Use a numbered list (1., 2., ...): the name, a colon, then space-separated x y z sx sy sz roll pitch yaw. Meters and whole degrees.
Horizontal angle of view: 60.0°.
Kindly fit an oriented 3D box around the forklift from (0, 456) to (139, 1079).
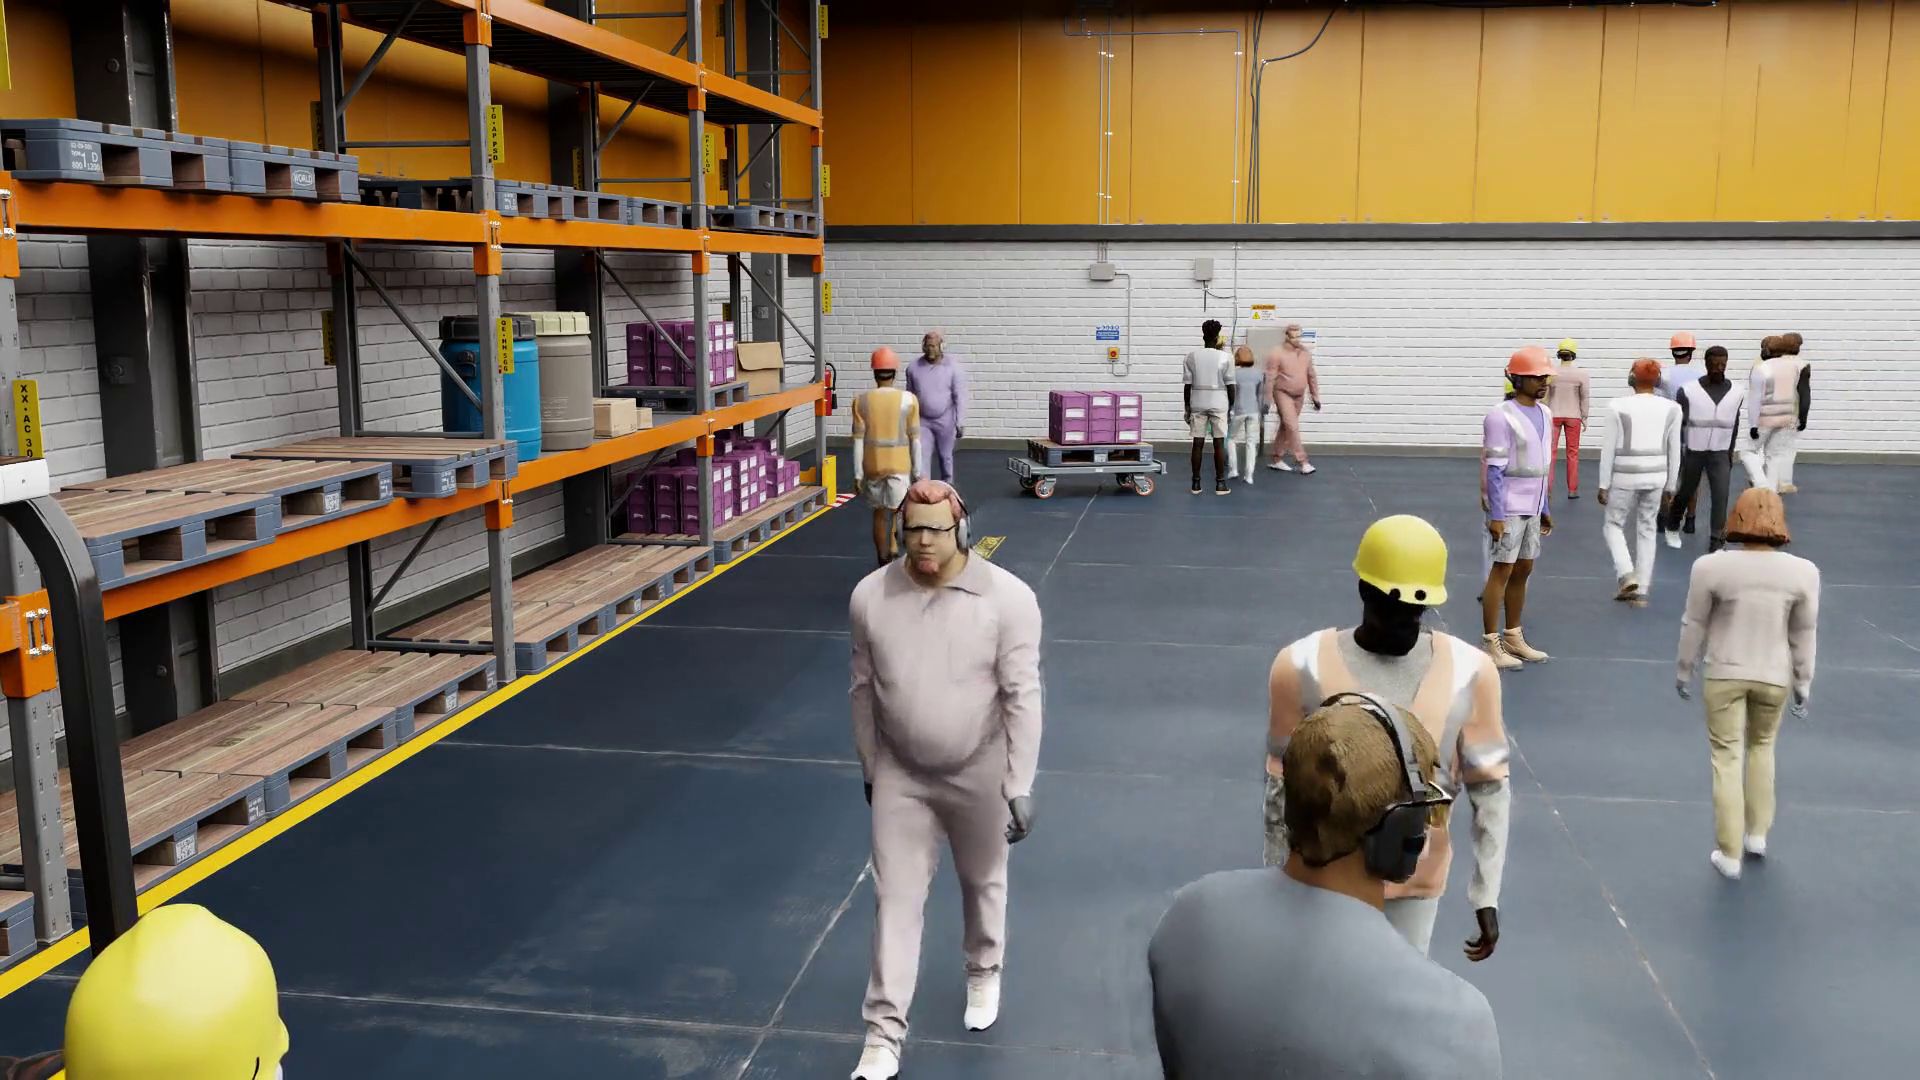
1. forklift: -2.328 0.975 2.765 2.313 2.155 1.214 1 9 9

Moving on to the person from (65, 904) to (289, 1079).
1. person: -0.824 1.298 1.881 0.590 1.833 0.404 -4 10 -23

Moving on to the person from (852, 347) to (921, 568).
1. person: -0.590 -0.583 13.256 0.549 1.908 0.927 0 9 3

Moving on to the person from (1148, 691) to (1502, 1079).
1. person: 0.493 1.167 2.407 0.429 1.924 0.653 -7 11 -35

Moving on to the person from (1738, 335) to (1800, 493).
1. person: 8.545 -1.244 17.585 0.630 1.824 0.440 -3 10 -17

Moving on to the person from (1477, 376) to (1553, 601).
1. person: 4.127 -0.366 12.397 0.537 1.752 0.473 1 9 7

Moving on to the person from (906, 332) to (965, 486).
1. person: -0.260 -1.287 17.751 0.659 1.865 0.977 1 9 8

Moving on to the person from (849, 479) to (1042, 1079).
1. person: -0.068 0.746 5.214 0.664 1.860 0.998 2 9 12

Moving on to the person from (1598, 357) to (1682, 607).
1. person: 5.062 -0.428 12.409 0.589 1.867 0.426 1 9 3

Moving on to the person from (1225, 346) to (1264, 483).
1. person: 3.348 -1.482 19.694 0.500 1.617 0.500 -2 9 -12

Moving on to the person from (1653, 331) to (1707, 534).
1. person: 6.857 -1.022 15.889 0.543 1.932 0.376 2 9 11

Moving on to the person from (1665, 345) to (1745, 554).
1. person: 6.551 -0.797 14.703 0.611 1.875 0.971 0 9 3

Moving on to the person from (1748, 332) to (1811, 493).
1. person: 9.213 -1.422 18.680 0.573 1.826 0.644 -6 11 -33

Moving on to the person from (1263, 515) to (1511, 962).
1. person: 1.103 0.867 4.368 0.606 1.897 0.661 1 9 6

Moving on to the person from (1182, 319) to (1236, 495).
1. person: 2.798 -1.485 18.646 0.602 1.963 0.368 3 10 20

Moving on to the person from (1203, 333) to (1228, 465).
1. person: 3.370 -1.814 21.376 0.681 1.742 0.391 -8 12 -40

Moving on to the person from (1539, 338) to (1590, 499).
1. person: 6.641 -1.331 18.303 0.527 1.768 0.313 4 10 21

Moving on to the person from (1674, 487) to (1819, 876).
1. person: 3.284 0.577 7.007 0.502 1.615 0.558 1 9 9

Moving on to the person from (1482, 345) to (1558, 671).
1. person: 3.553 -0.206 10.512 0.605 2.044 0.375 -7 12 -39

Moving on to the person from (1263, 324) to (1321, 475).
1. person: 4.133 -1.731 20.494 0.737 1.840 0.920 -6 11 -33
